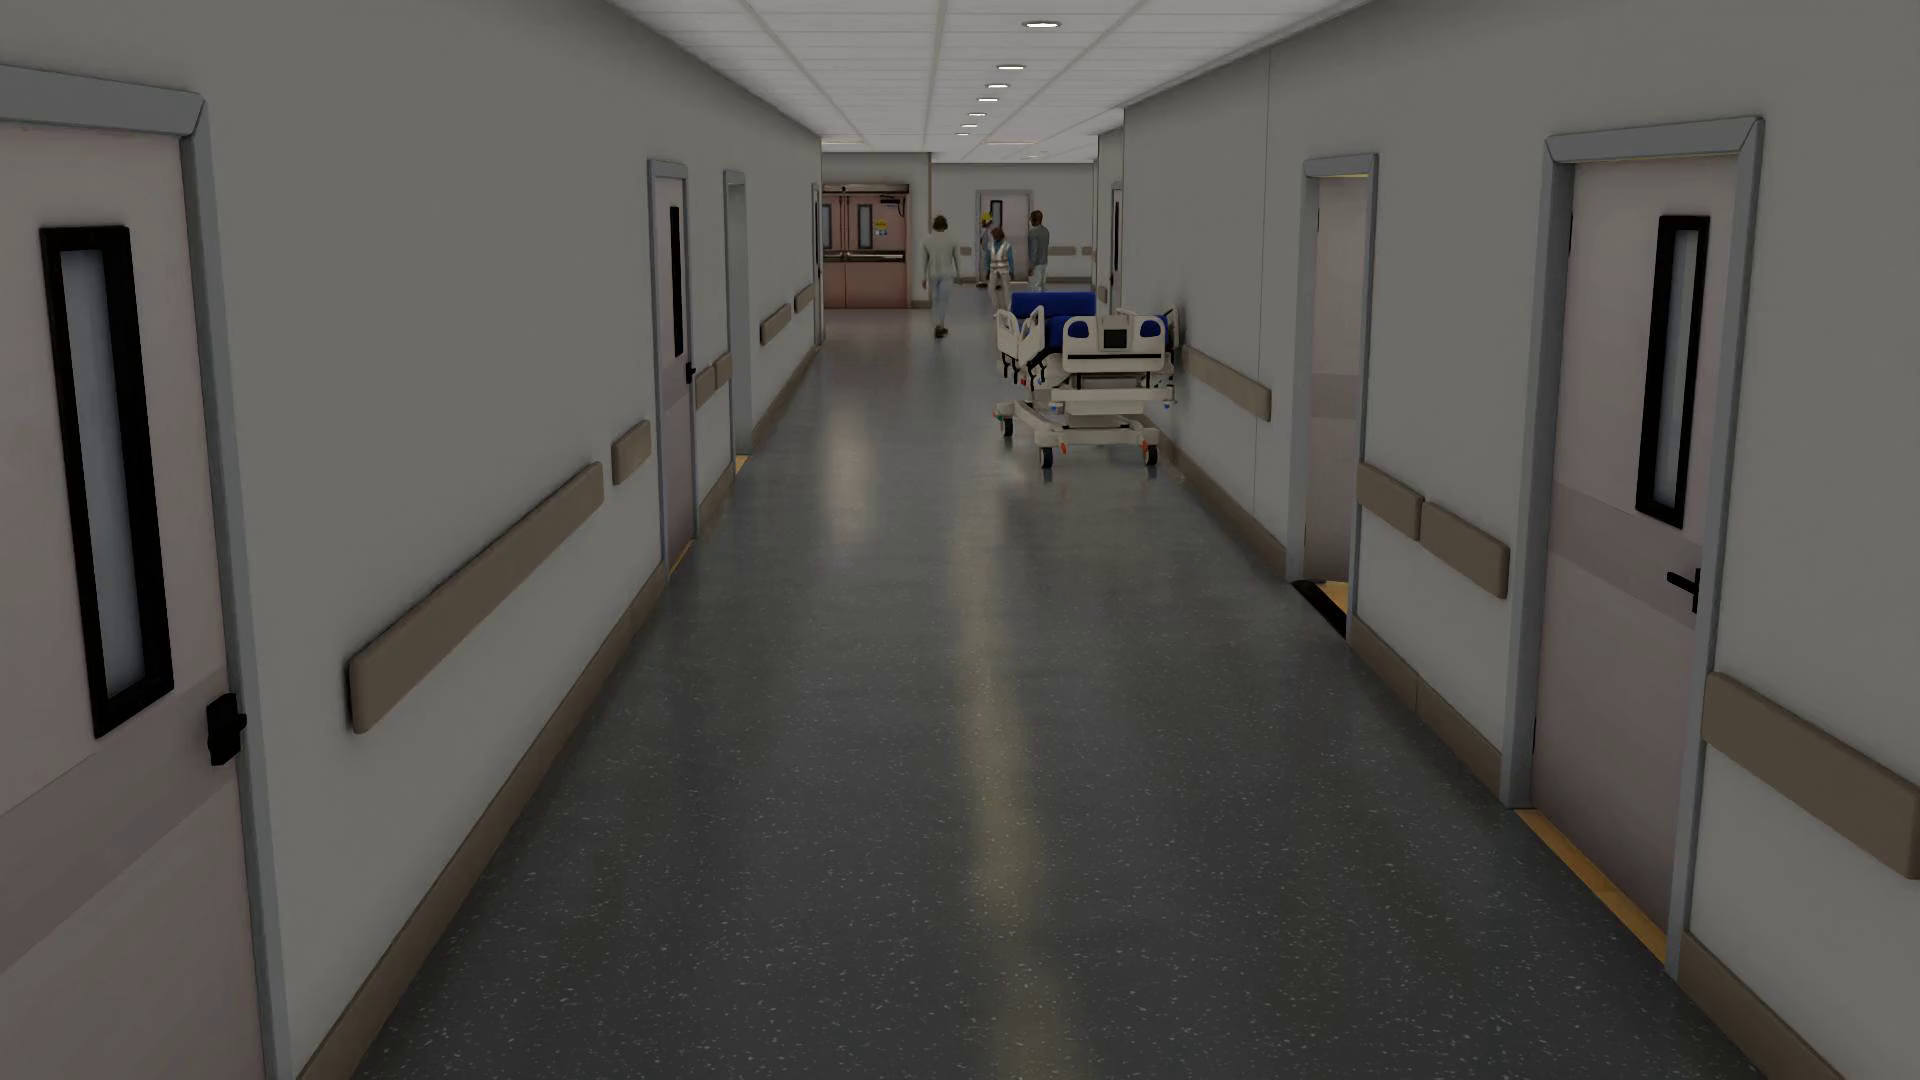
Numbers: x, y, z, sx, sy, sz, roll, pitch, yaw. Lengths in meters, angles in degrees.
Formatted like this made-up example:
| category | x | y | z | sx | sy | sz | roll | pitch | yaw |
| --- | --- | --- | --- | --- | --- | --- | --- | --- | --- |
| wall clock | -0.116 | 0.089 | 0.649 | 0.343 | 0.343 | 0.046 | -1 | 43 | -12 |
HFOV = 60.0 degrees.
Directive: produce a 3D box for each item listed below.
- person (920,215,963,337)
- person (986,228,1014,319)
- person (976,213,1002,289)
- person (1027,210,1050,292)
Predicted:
| category | x | y | z | sx | sy | sz | roll | pitch | yaw |
| --- | --- | --- | --- | --- | --- | --- | --- | --- | --- |
| person | -0.308 | -4.106 | 25.882 | 0.635 | 1.897 | 1.005 | 3 | 12 | 15 |
| person | 0.714 | -4.757 | 29.700 | 0.612 | 1.612 | 0.533 | 6 | 13 | 29 |
| person | 0.670 | -6.858 | 39.531 | 0.694 | 1.792 | 0.604 | -1 | 12 | -4 |
| person | 1.348 | -4.772 | 28.997 | 0.355 | 1.938 | 0.637 | 6 | 13 | 25 |
